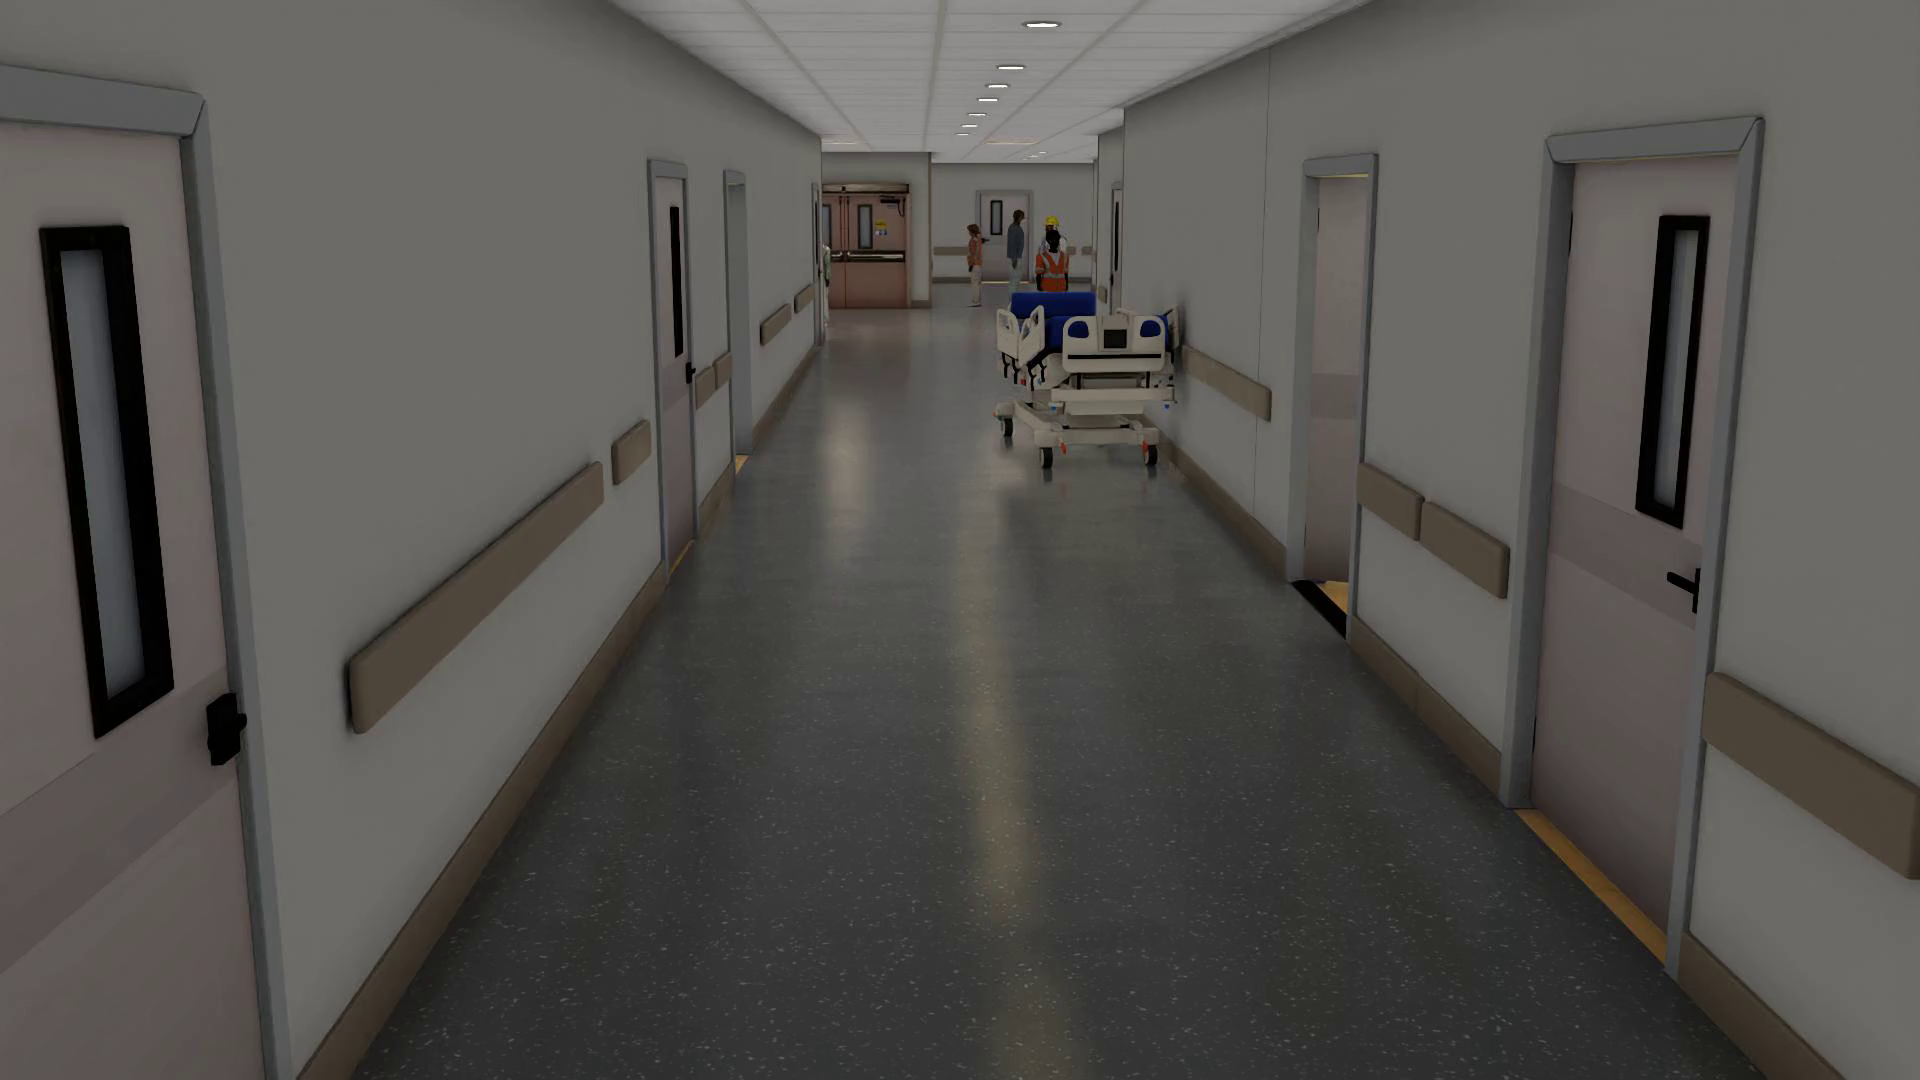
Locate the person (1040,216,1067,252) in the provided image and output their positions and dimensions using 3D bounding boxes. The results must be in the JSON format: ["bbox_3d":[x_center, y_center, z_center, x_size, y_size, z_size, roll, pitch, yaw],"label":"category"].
[{"bbox_3d":[1.610,-4.802,29.399,0.403,1.835,0.588,-9,15,-37],"label":"person"}]

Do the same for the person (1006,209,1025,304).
[{"bbox_3d":[1.108,-5.510,32.637,0.384,1.928,0.636,3,12,12],"label":"person"}]

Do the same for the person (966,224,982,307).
[{"bbox_3d":[0.291,-5.459,33.080,0.309,1.640,0.514,3,12,15],"label":"person"}]

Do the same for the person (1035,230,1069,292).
[{"bbox_3d":[1.311,-3.526,23.520,0.541,1.695,0.316,-5,13,-23],"label":"person"}]
